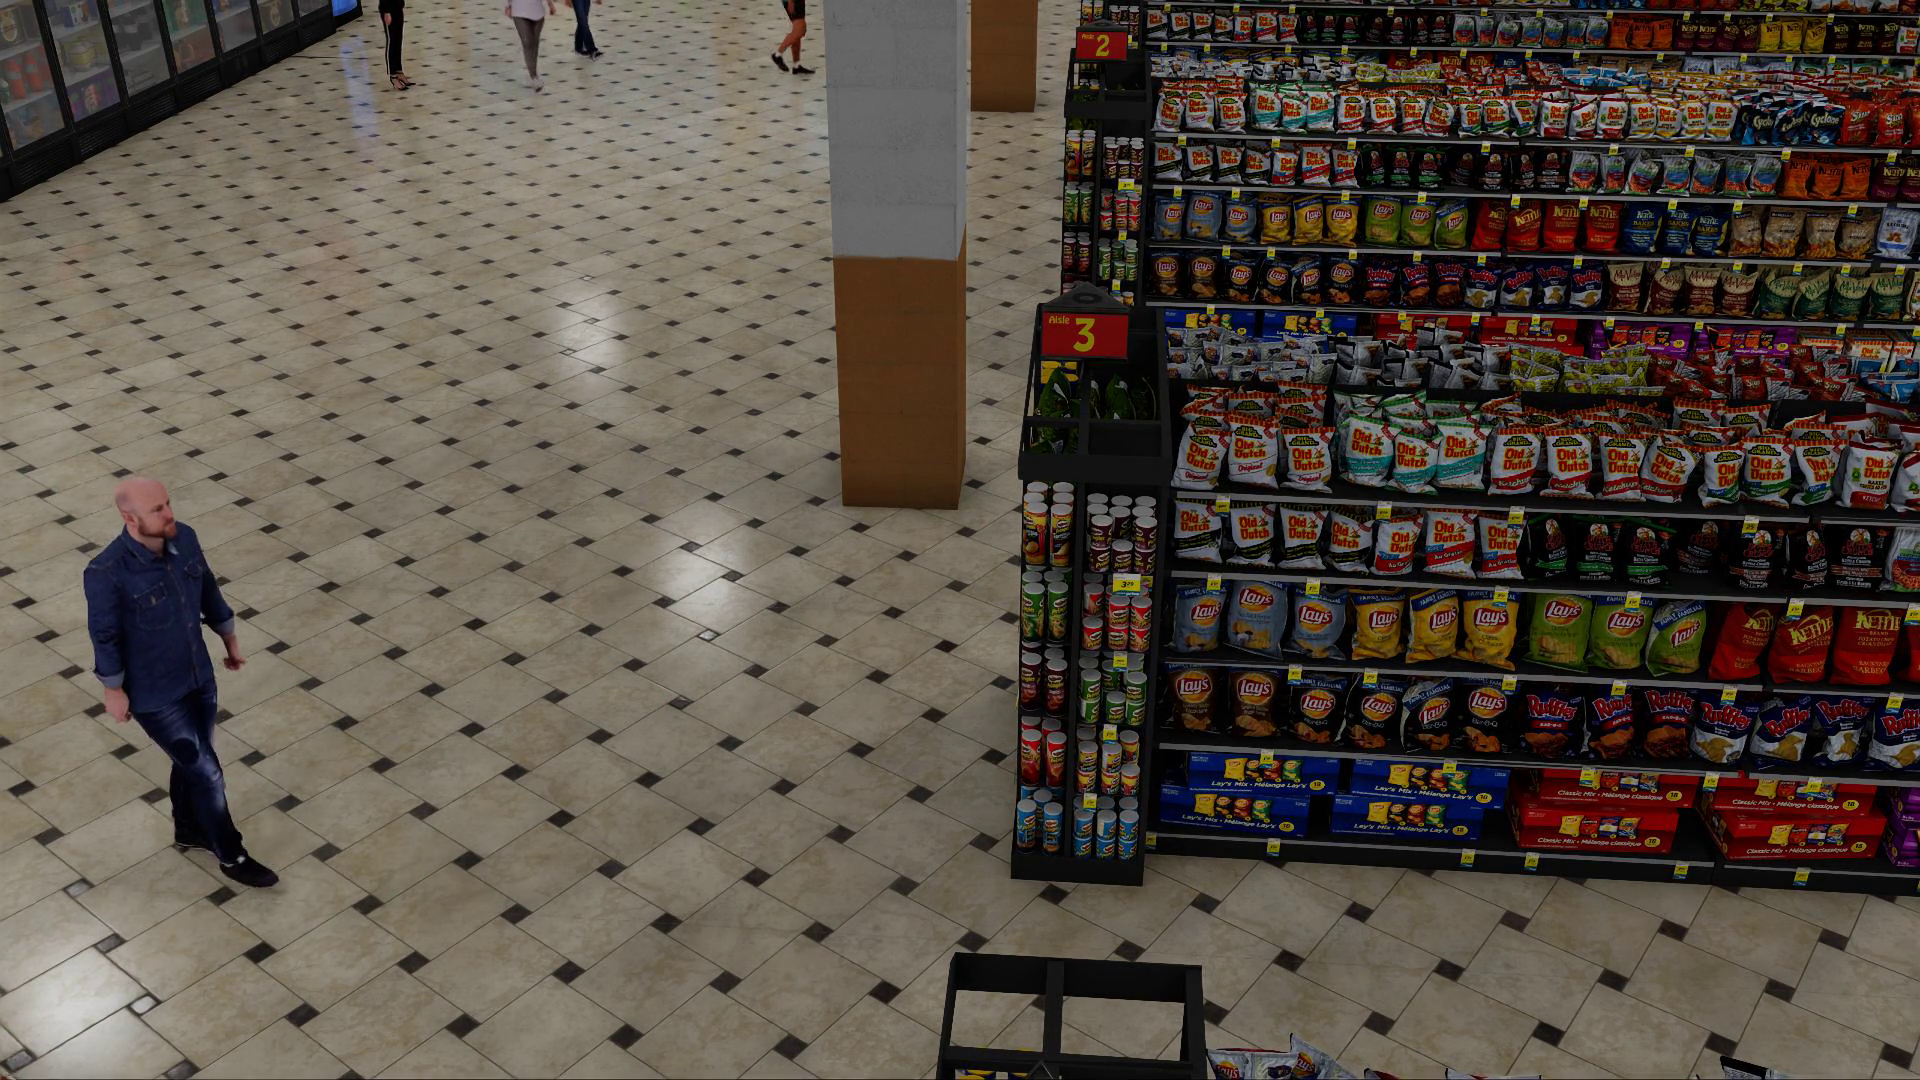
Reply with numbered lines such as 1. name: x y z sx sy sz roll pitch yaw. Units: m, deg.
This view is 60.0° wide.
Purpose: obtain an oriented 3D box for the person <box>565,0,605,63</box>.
1. person: -4.610 -6.555 20.031 0.951 1.514 1.056 -24 37 -37

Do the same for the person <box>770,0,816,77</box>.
1. person: -2.005 -6.239 19.186 0.711 1.769 0.622 3 29 5

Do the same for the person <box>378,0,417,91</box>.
1. person: -6.411 -5.963 18.746 0.518 1.706 0.598 3 29 6

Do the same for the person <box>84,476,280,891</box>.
1. person: -3.234 0.570 6.681 0.906 1.802 0.825 7 29 13

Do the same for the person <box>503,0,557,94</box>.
1. person: -4.878 -5.987 18.698 1.172 1.793 1.140 -15 32 -25
